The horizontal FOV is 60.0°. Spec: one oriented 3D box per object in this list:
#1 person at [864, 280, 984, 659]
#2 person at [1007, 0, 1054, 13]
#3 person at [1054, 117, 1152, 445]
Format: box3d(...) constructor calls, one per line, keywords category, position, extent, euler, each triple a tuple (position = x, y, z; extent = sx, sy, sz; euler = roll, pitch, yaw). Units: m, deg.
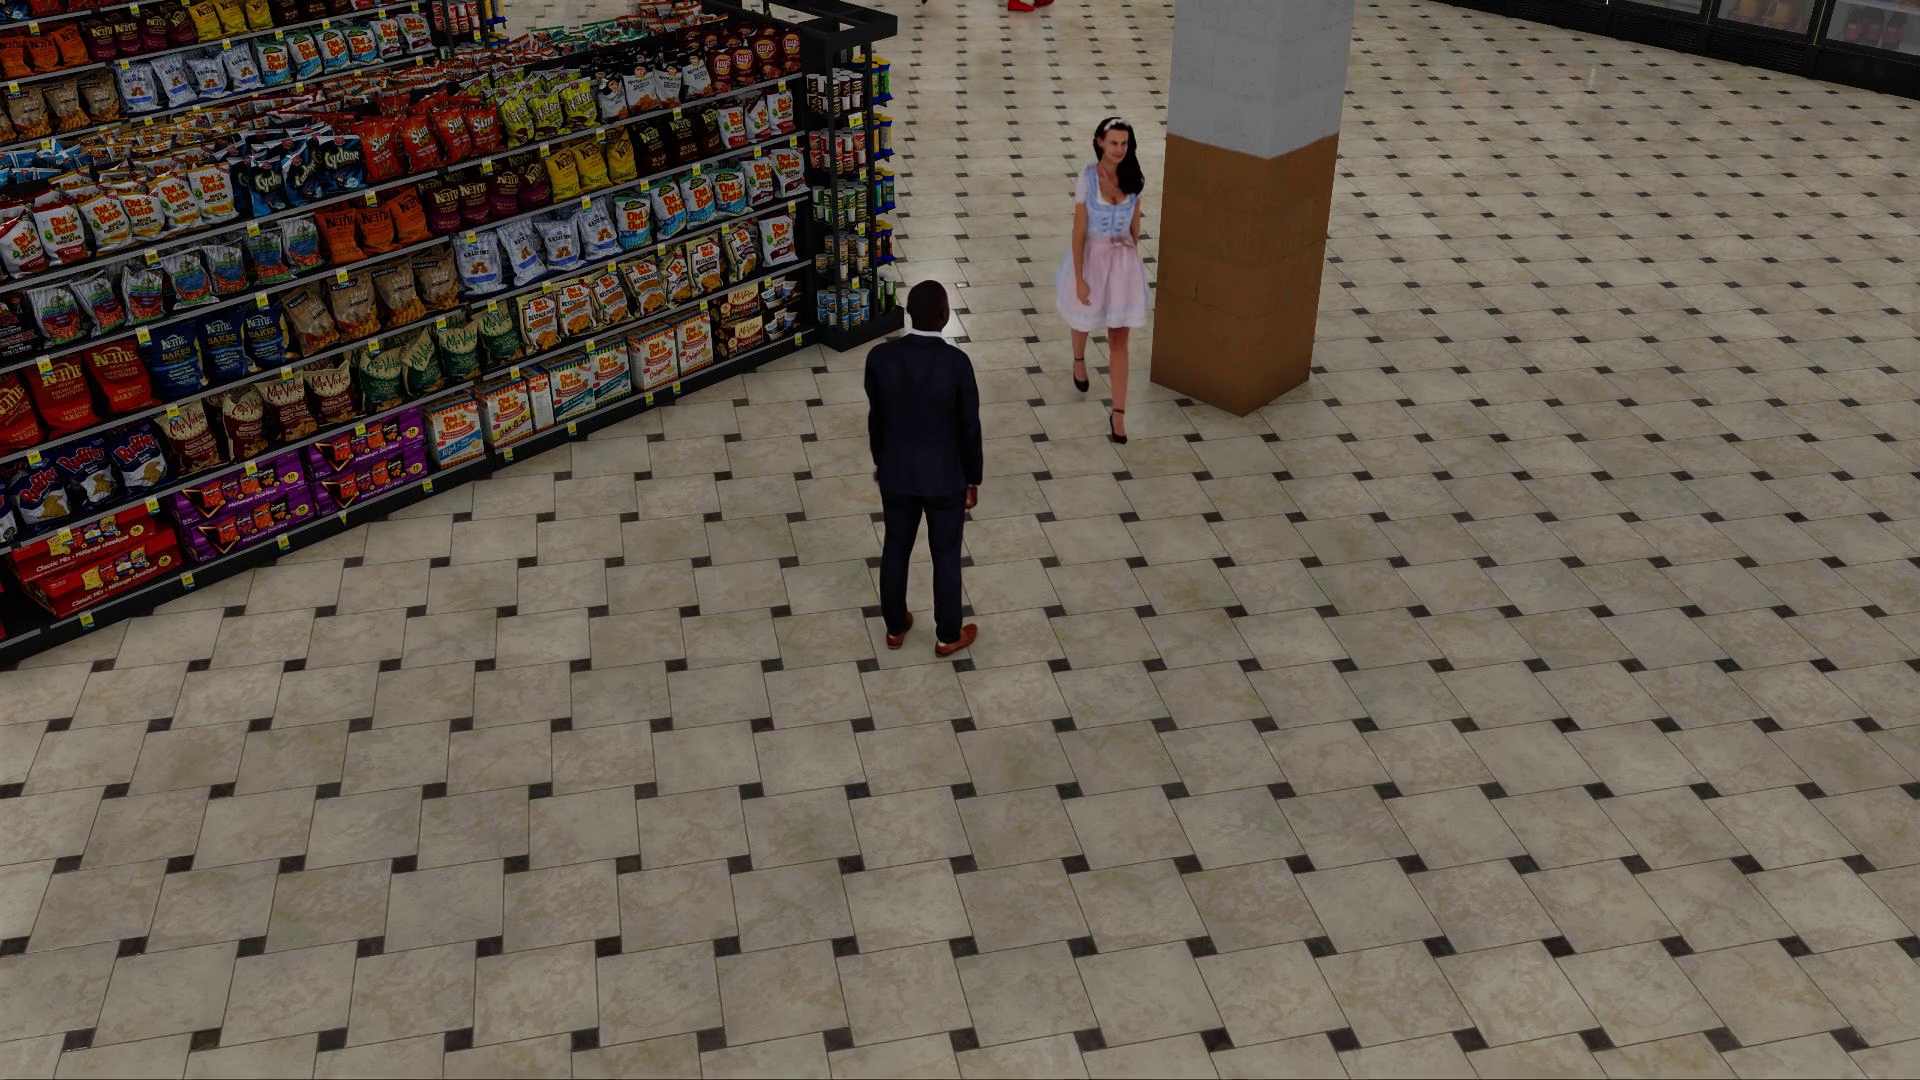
box3d(category="person", position=(-0.157, -0.290, 7.362), extent=(0.772, 1.821, 0.754), euler=(11, 33, 16))
box3d(category="person", position=(0.638, -6.361, 17.158), extent=(0.968, 1.780, 0.879), euler=(-11, 34, -17))
box3d(category="person", position=(0.767, -1.506, 9.370), extent=(1.202, 1.764, 1.169), euler=(-4, 32, -7))
